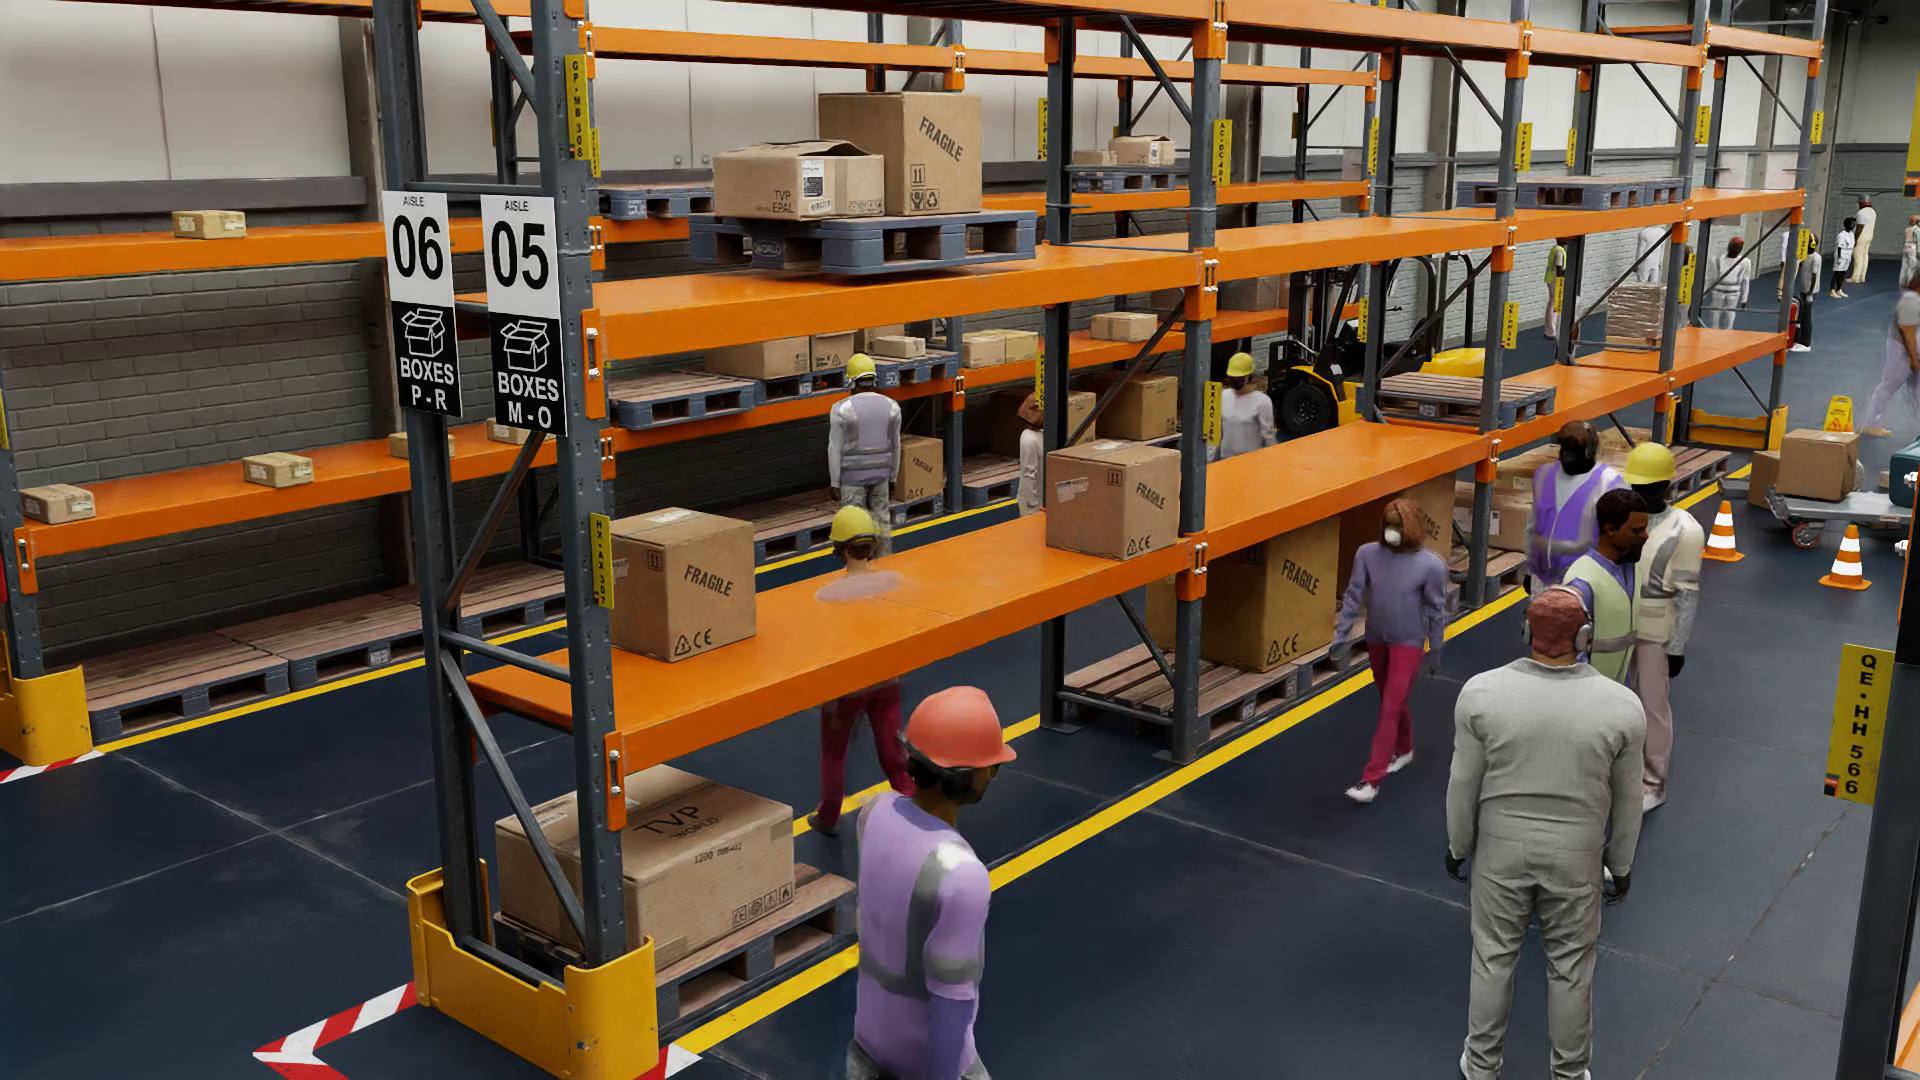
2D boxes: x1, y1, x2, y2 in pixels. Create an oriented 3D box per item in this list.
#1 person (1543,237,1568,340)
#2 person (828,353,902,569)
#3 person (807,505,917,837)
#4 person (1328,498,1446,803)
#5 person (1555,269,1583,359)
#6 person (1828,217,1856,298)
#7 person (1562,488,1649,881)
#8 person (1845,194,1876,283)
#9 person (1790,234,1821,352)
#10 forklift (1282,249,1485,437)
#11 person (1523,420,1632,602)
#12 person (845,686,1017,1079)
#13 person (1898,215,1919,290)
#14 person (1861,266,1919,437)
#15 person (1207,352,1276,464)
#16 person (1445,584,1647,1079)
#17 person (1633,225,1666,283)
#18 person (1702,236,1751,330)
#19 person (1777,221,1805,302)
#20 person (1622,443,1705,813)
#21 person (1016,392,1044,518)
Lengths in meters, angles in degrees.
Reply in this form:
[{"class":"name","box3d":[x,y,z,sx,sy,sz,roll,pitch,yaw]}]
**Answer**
[{"class":"person","box3d":[10.001,-4.281,27.901,0.390,1.846,0.564,2,14,10]},{"class":"person","box3d":[-0.725,-0.488,12.517,0.586,1.824,0.404,-8,16,-30]},{"class":"person","box3d":[-0.443,0.690,7.910,0.528,1.726,0.905,-9,17,-33]},{"class":"person","box3d":[2.262,0.558,8.740,0.513,1.586,0.879,13,19,42]},{"class":"person","box3d":[7.139,-2.267,19.650,0.329,1.873,0.516,1,14,5]},{"class":"person","box3d":[18.543,-5.921,34.911,0.532,1.688,0.322,-11,17,-37]},{"class":"person","box3d":[2.856,0.691,7.540,0.390,1.910,0.585,12,18,40]},{"class":"person","box3d":[20.857,-7.004,38.585,0.684,2.000,0.536,-11,17,-37]},{"class":"person","box3d":[13.450,-3.921,26.414,0.339,1.862,0.513,3,14,13]},{"class":"forklift","box3d":[4.886,-2.214,18.767,2.313,2.155,1.214,11,18,38]},{"class":"person","box3d":[3.616,0.191,9.737,0.609,1.831,0.634,-10,17,-34]},{"class":"person","box3d":[-0.055,1.357,4.667,1.034,1.984,0.614,-10,17,-34]},{"class":"person","box3d":[21.014,-6.345,36.735,0.307,1.638,0.513,-2,14,-7]},{"class":"person","box3d":[10.797,-2.129,18.736,0.698,2.000,1.000,-13,19,-42]},{"class":"person","box3d":[2.226,-0.636,13.265,0.561,1.748,0.392,11,18,38]},{"class":"person","box3d":[2.059,1.089,5.916,0.649,1.904,0.401,4,14,17]},{"class":"person","box3d":[13.275,-5.352,32.138,0.652,1.906,0.402,-5,15,-21]},{"class":"person","box3d":[11.811,-3.748,25.687,0.650,1.868,0.379,6,15,24]},{"class":"person","box3d":[16.999,-5.730,33.984,0.565,1.755,0.319,-5,15,-19]},{"class":"person","box3d":[3.478,0.443,8.526,0.394,1.919,0.590,-7,16,-27]},{"class":"person","box3d":[0.544,-0.254,11.946,0.289,1.633,0.498,2,14,9]}]
